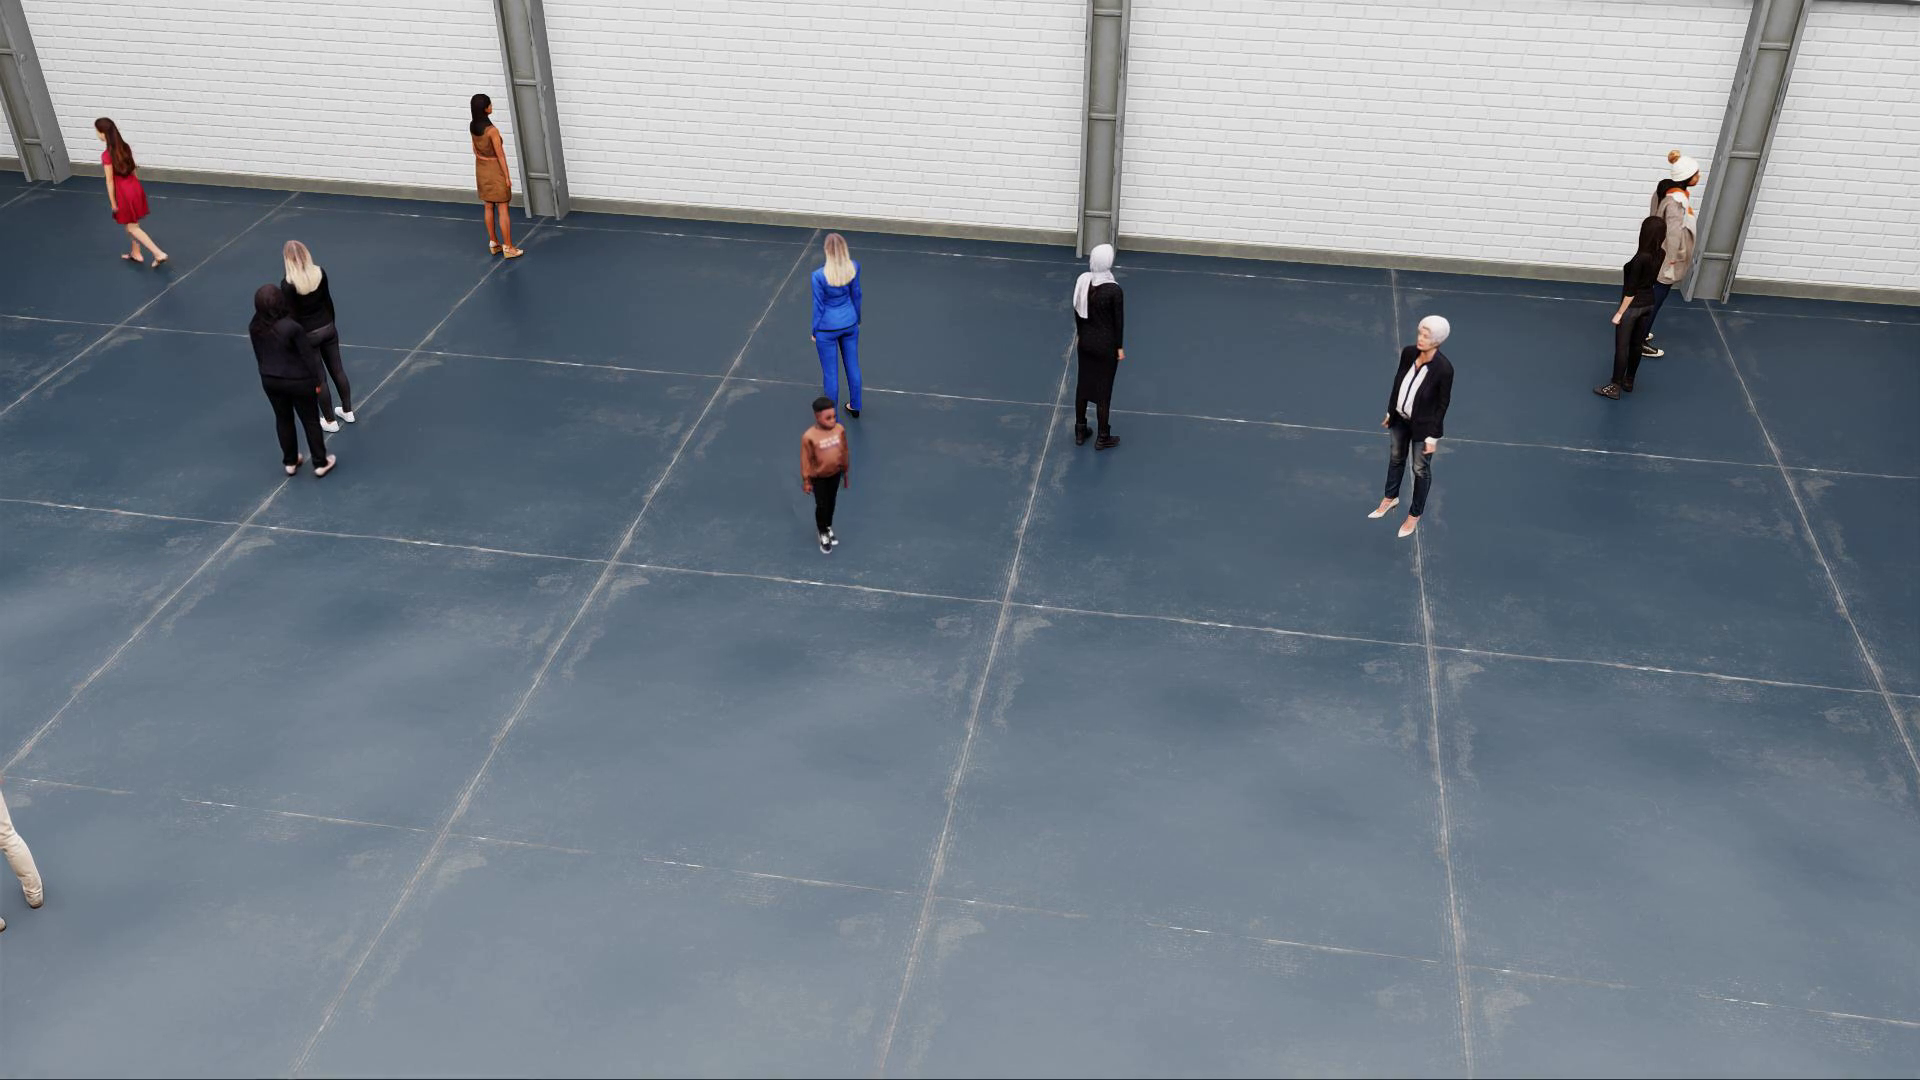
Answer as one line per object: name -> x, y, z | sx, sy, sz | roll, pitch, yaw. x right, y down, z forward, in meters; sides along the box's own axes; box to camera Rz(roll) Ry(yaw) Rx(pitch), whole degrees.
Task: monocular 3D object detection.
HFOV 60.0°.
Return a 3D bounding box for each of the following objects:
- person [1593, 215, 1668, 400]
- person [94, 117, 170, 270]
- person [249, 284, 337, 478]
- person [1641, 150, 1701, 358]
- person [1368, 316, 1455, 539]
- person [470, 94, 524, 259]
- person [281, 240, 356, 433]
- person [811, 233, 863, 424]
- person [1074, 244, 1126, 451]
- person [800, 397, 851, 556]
person -> 5.815, -2.002, 14.296 | 0.647, 1.641, 0.701 | -22, 40, -30
person -> -8.253, -3.436, 16.547 | 0.902, 1.539, 0.597 | 9, 35, 13
person -> -5.329, -1.255, 13.201 | 0.559, 1.611, 0.695 | 4, 34, 6
person -> 6.302, -2.594, 14.963 | 0.681, 1.890, 0.704 | 2, 34, 3
person -> 3.295, -0.871, 12.037 | 0.795, 1.783, 0.833 | -19, 38, -26
person -> -4.710, -3.669, 16.761 | 0.581, 1.690, 0.701 | 22, 39, 29
person -> -5.337, -1.692, 13.789 | 0.663, 1.687, 0.678 | 20, 38, 27
person -> -1.019, -1.764, 13.885 | 0.699, 1.701, 0.763 | -20, 39, -28
person -> 1.120, -1.564, 13.512 | 0.621, 1.779, 0.746 | 23, 40, 30
person -> -1.032, -0.535, 12.448 | 0.629, 1.245, 0.695 | -18, 38, -25
